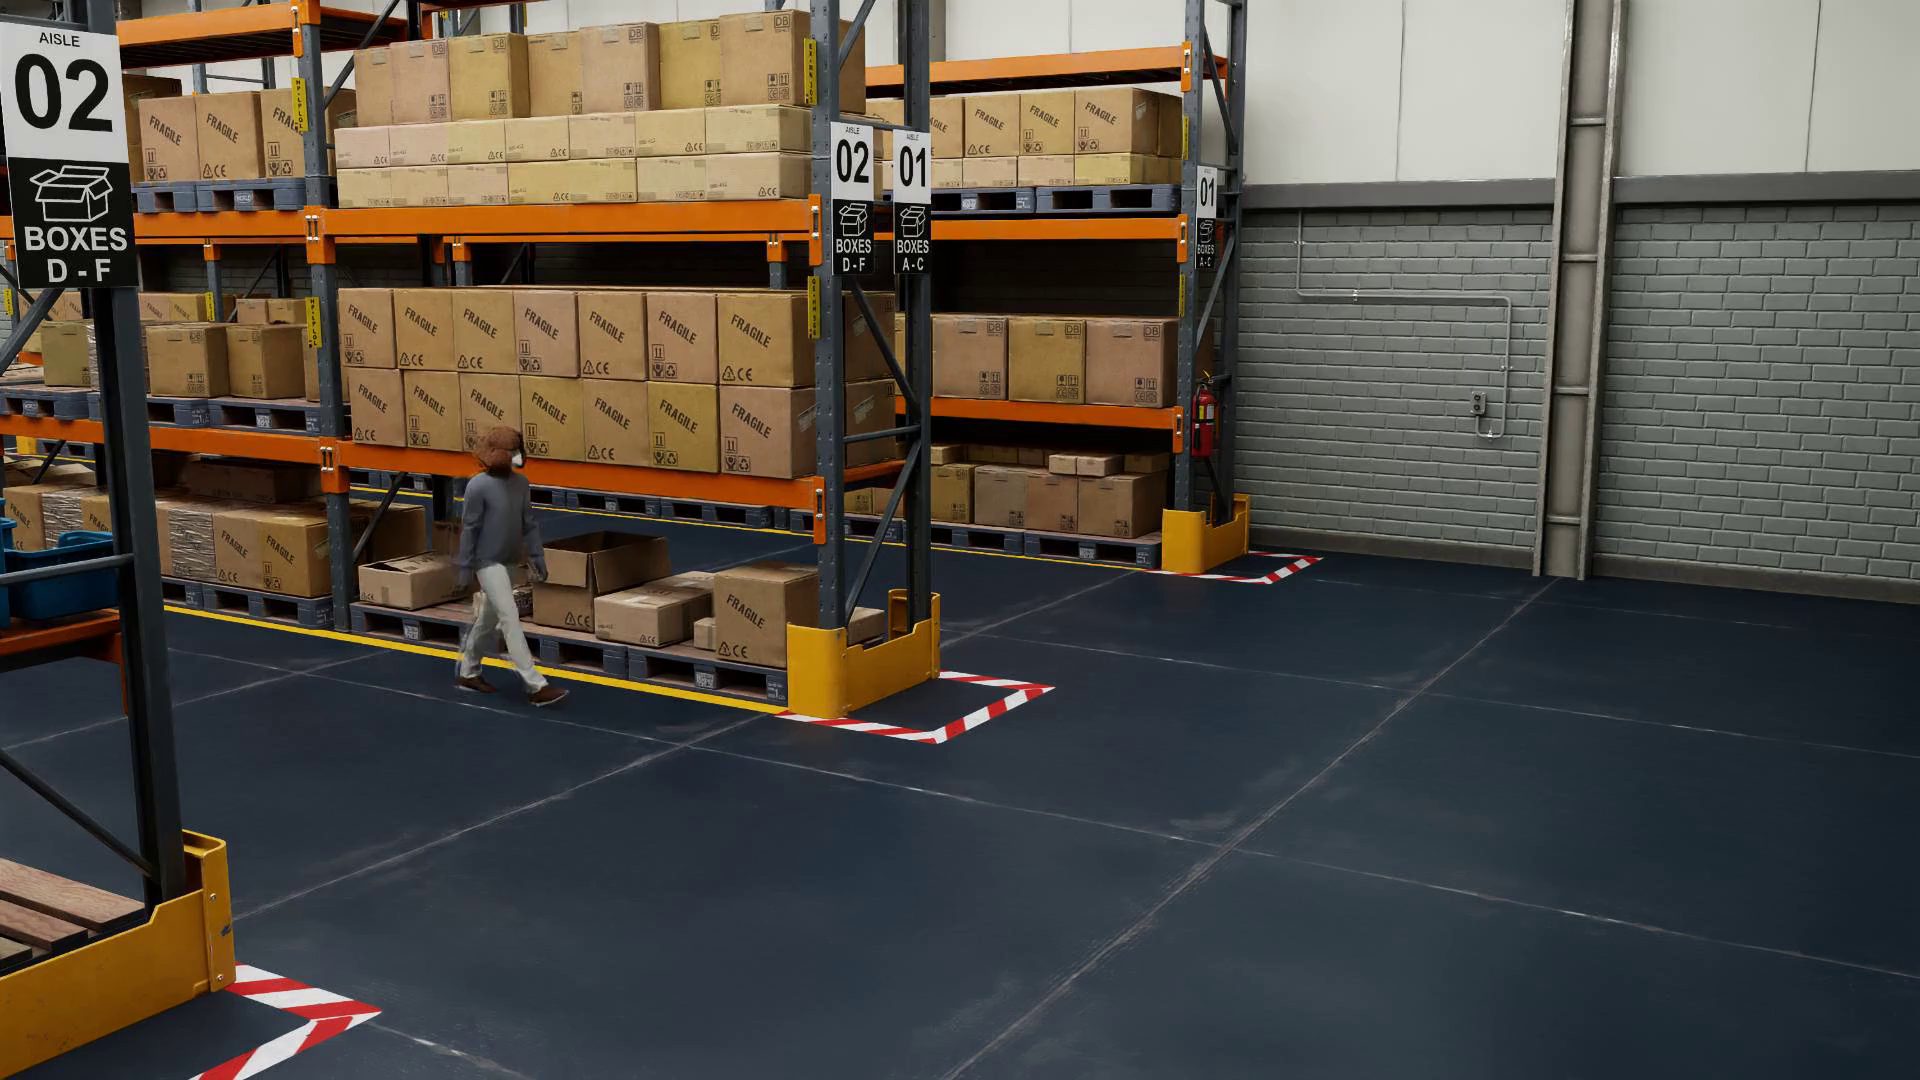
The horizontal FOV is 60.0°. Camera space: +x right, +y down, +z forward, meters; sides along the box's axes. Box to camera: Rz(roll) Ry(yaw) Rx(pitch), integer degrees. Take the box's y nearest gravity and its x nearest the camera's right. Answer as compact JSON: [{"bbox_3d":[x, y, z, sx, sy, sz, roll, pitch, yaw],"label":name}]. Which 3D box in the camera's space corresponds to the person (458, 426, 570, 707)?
[{"bbox_3d":[-2.575,0.144,9.441,0.880,1.579,0.505,4,10,21],"label":"person"}]

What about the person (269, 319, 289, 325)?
[{"bbox_3d":[-6.277,-1.100,15.656,0.704,1.947,0.622,9,13,41],"label":"person"}]
